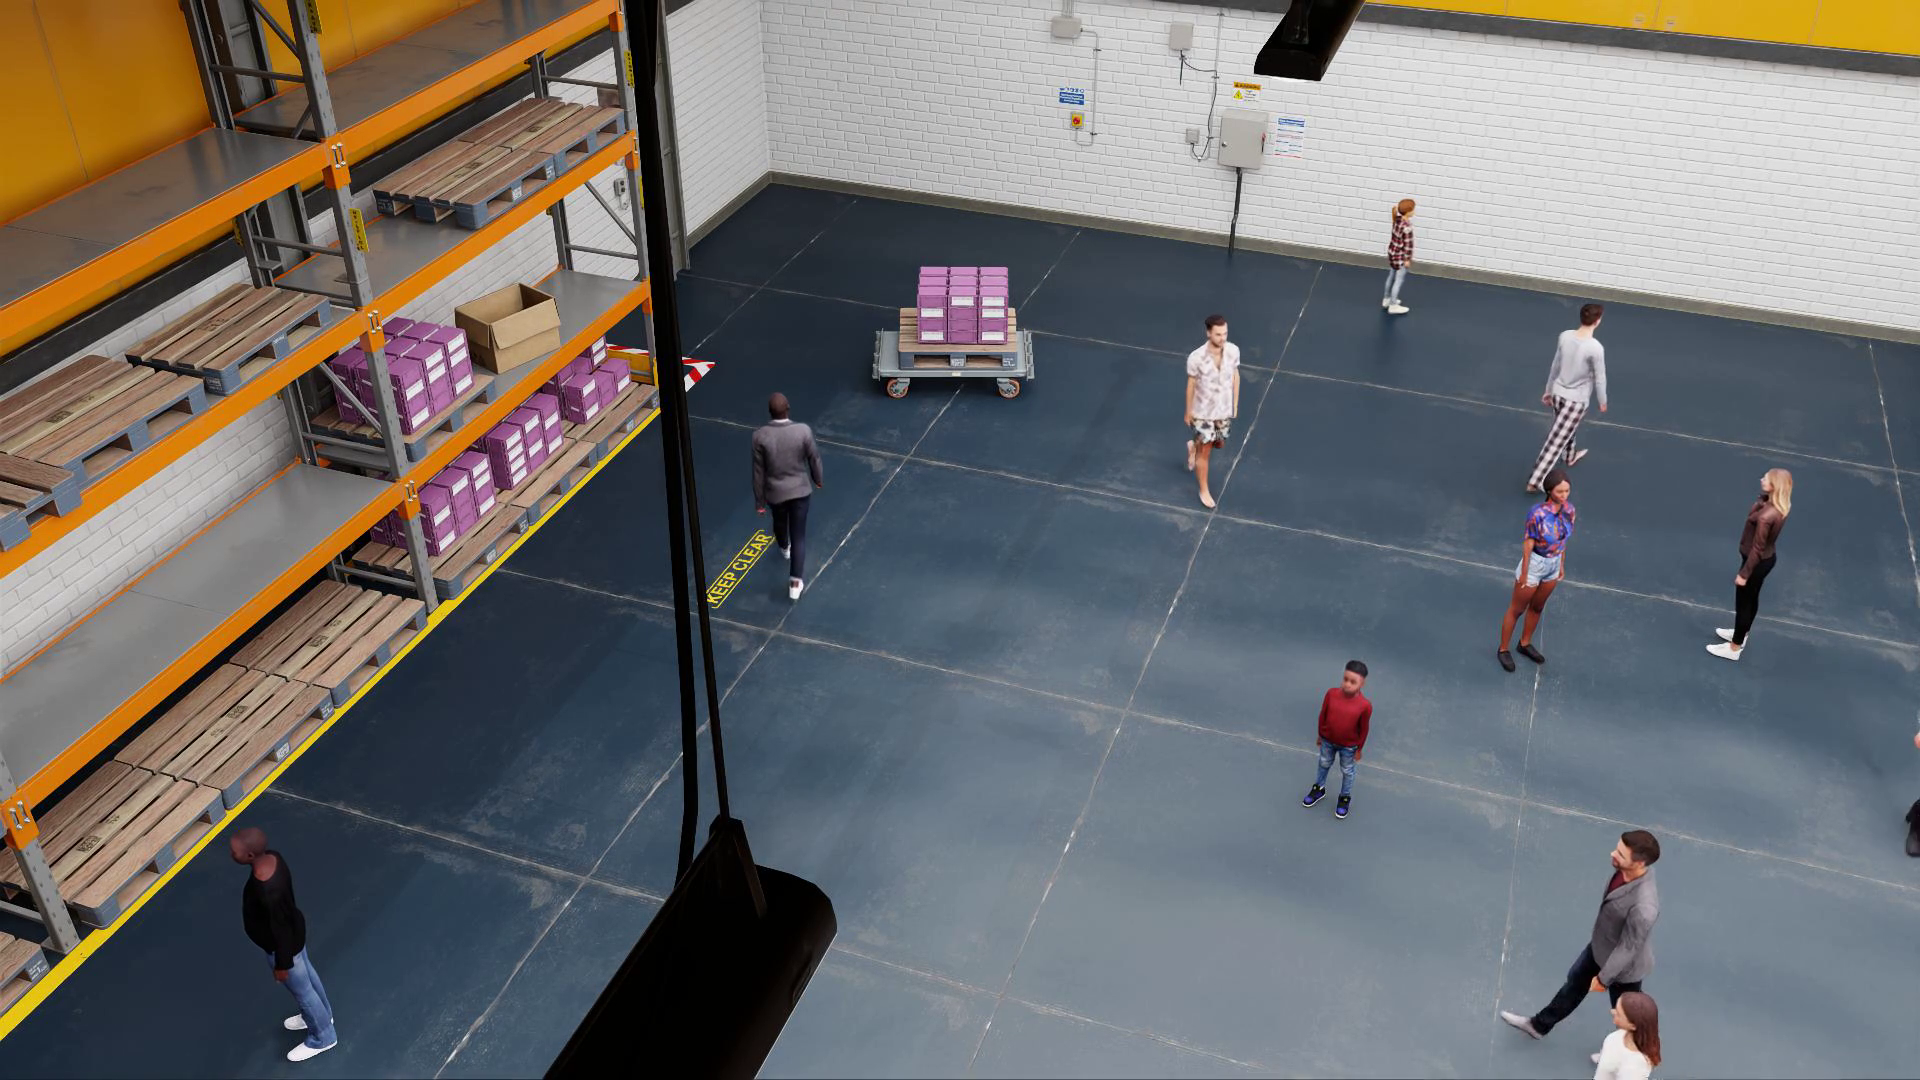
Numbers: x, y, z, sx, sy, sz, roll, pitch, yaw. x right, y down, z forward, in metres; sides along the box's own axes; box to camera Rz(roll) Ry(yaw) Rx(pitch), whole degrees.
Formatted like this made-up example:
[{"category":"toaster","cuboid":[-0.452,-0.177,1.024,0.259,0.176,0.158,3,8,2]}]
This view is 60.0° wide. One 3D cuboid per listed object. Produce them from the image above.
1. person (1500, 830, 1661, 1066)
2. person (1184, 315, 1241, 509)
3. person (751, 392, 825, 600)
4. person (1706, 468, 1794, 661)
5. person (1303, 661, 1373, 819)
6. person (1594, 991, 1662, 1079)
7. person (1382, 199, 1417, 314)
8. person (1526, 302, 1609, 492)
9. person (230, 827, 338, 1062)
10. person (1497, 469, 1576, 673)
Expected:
[{"category":"person","cuboid":[3.893,2.399,9.603,0.920,1.829,1.082,5,34,8]},{"category":"person","cuboid":[2.243,-1.250,15.127,1.050,1.791,1.142,-11,35,-17]},{"category":"person","cuboid":[-1.418,-0.329,13.763,1.023,1.766,1.248,-2,34,-3]},{"category":"person","cuboid":[6.255,0.185,13.046,0.727,1.703,0.573,26,41,33]},{"category":"person","cuboid":[2.677,1.373,11.666,0.544,1.254,0.554,19,38,26]},{"category":"person","cuboid":[3.574,3.039,8.804,0.708,1.648,1.040,11,35,16]},{"category":"person","cuboid":[4.875,-3.172,18.456,0.673,1.306,0.583,-5,34,-8]},{"category":"person","cuboid":[5.482,-1.246,15.106,1.205,1.807,1.108,-16,37,-23]},{"category":"person","cuboid":[-3.961,2.338,9.766,0.736,1.750,0.663,-12,35,-17]},{"category":"person","cuboid":[4.506,0.223,12.955,0.663,1.741,0.714,-13,36,-18]}]
